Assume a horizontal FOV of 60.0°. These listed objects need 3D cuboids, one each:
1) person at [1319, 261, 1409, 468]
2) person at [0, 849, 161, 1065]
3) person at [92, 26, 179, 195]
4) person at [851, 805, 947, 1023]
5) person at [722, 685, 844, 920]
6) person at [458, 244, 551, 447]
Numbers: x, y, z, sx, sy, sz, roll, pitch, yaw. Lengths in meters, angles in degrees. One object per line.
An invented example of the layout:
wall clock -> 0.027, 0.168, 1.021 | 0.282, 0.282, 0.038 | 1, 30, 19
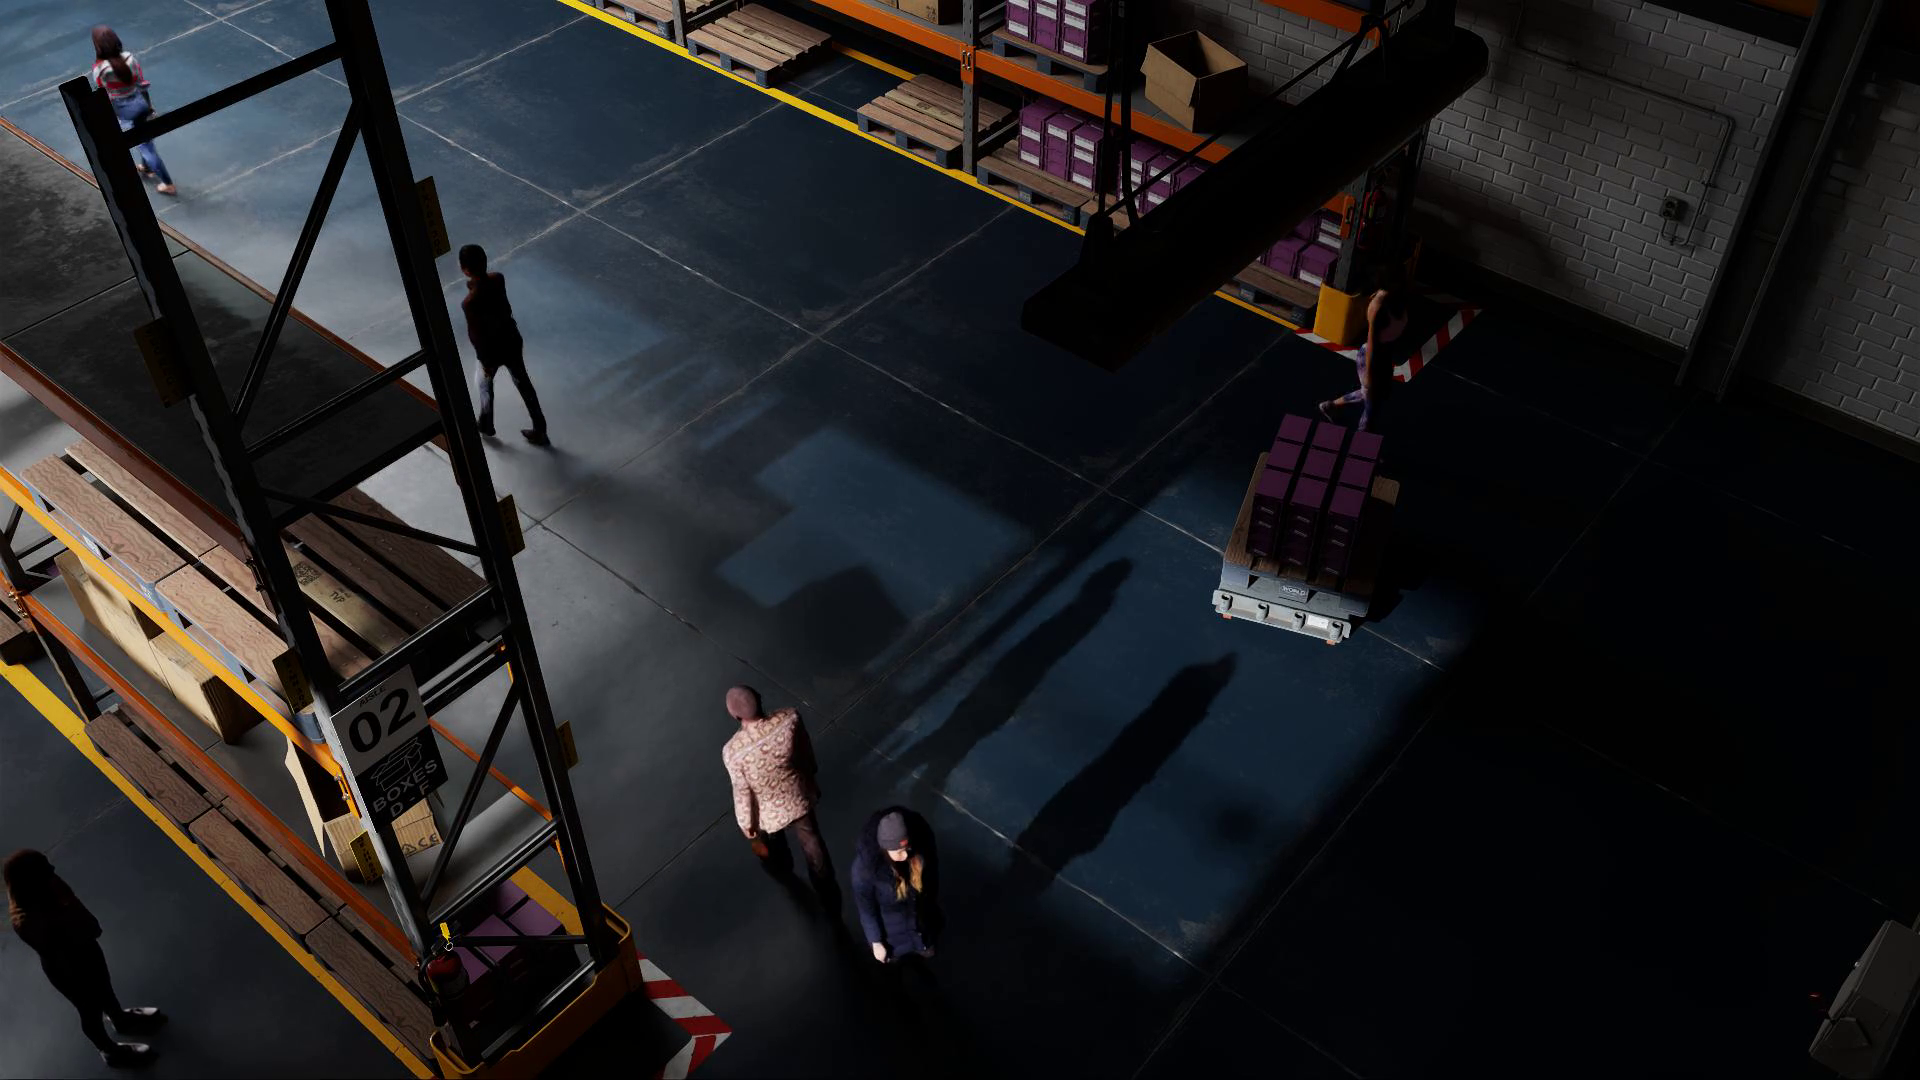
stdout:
person -> 3.014, -1.329, 12.356 | 0.898, 1.756, 0.657 | 23, 48, 23
person -> -4.662, 2.179, 8.711 | 0.733, 1.704, 0.646 | -8, 44, -9
person -> -7.491, -3.887, 15.164 | 0.924, 1.586, 0.727 | 18, 46, 18
person -> -0.371, 1.968, 8.956 | 0.772, 1.672, 0.793 | -25, 49, -24
person -> -0.977, 1.501, 9.364 | 0.914, 1.784, 1.175 | -24, 49, -23
person -> -3.363, -1.411, 12.446 | 0.993, 1.750, 0.787 | 22, 48, 21
